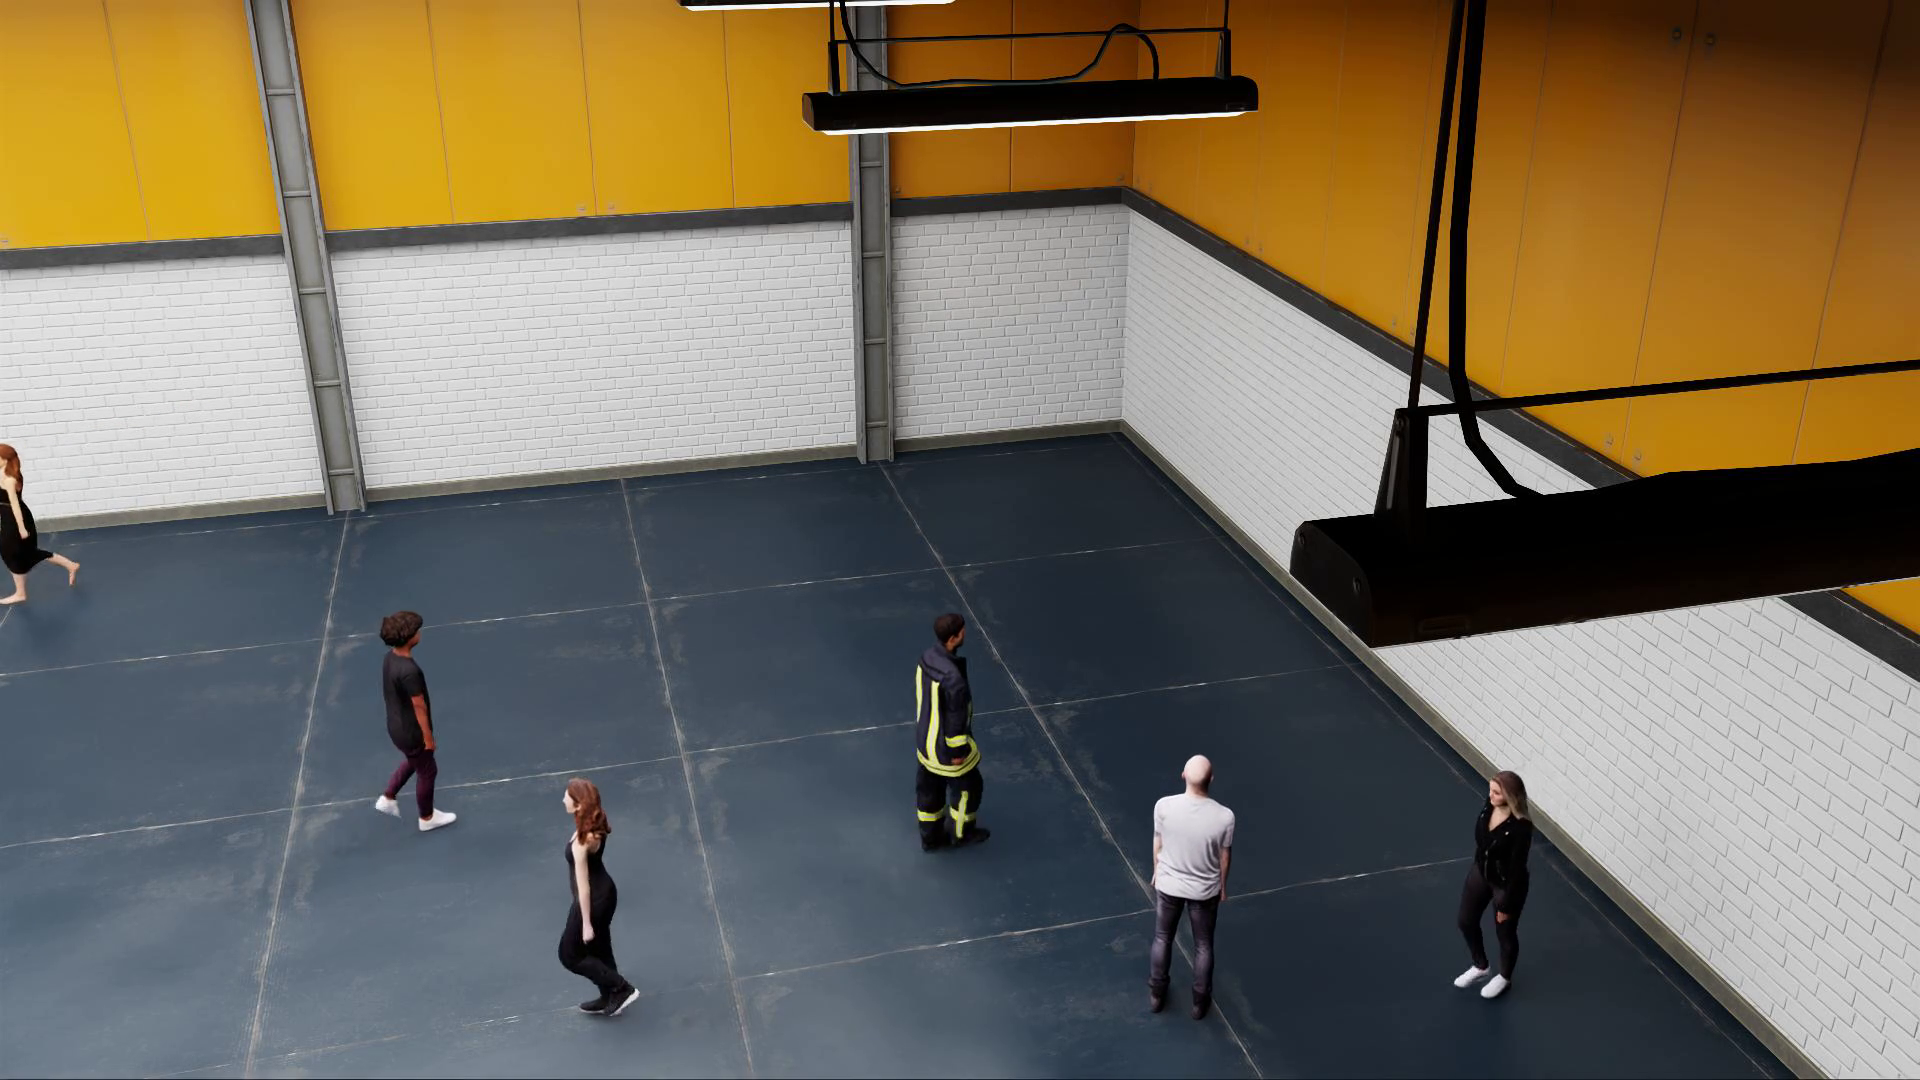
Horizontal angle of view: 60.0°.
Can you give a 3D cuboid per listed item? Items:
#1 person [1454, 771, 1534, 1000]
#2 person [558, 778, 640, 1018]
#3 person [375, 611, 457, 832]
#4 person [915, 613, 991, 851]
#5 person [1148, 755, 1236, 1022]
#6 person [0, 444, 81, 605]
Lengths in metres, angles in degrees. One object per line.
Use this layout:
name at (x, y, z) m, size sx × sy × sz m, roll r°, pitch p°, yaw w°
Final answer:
person at (3.512, 2.172, 10.617) m, size 0.665 × 1.669 × 0.695 m, roll -12°, pitch 27°, yaw -26°
person at (-2.197, 2.257, 10.341) m, size 0.785 × 1.735 × 0.710 m, roll 0°, pitch 24°, yaw 1°
person at (-4.137, 1.379, 12.307) m, size 0.877 × 1.770 × 0.777 m, roll -17°, pitch 29°, yaw -33°
person at (-0.192, 1.423, 12.026) m, size 0.853 × 1.915 × 0.884 m, roll -12°, pitch 26°, yaw -25°
person at (1.421, 2.172, 10.418) m, size 0.681 × 1.830 × 0.799 m, roll 5°, pitch 24°, yaw 12°
person at (-9.012, -0.180, 16.084) m, size 1.030 × 1.601 × 0.725 m, roll -13°, pitch 27°, yaw -27°
